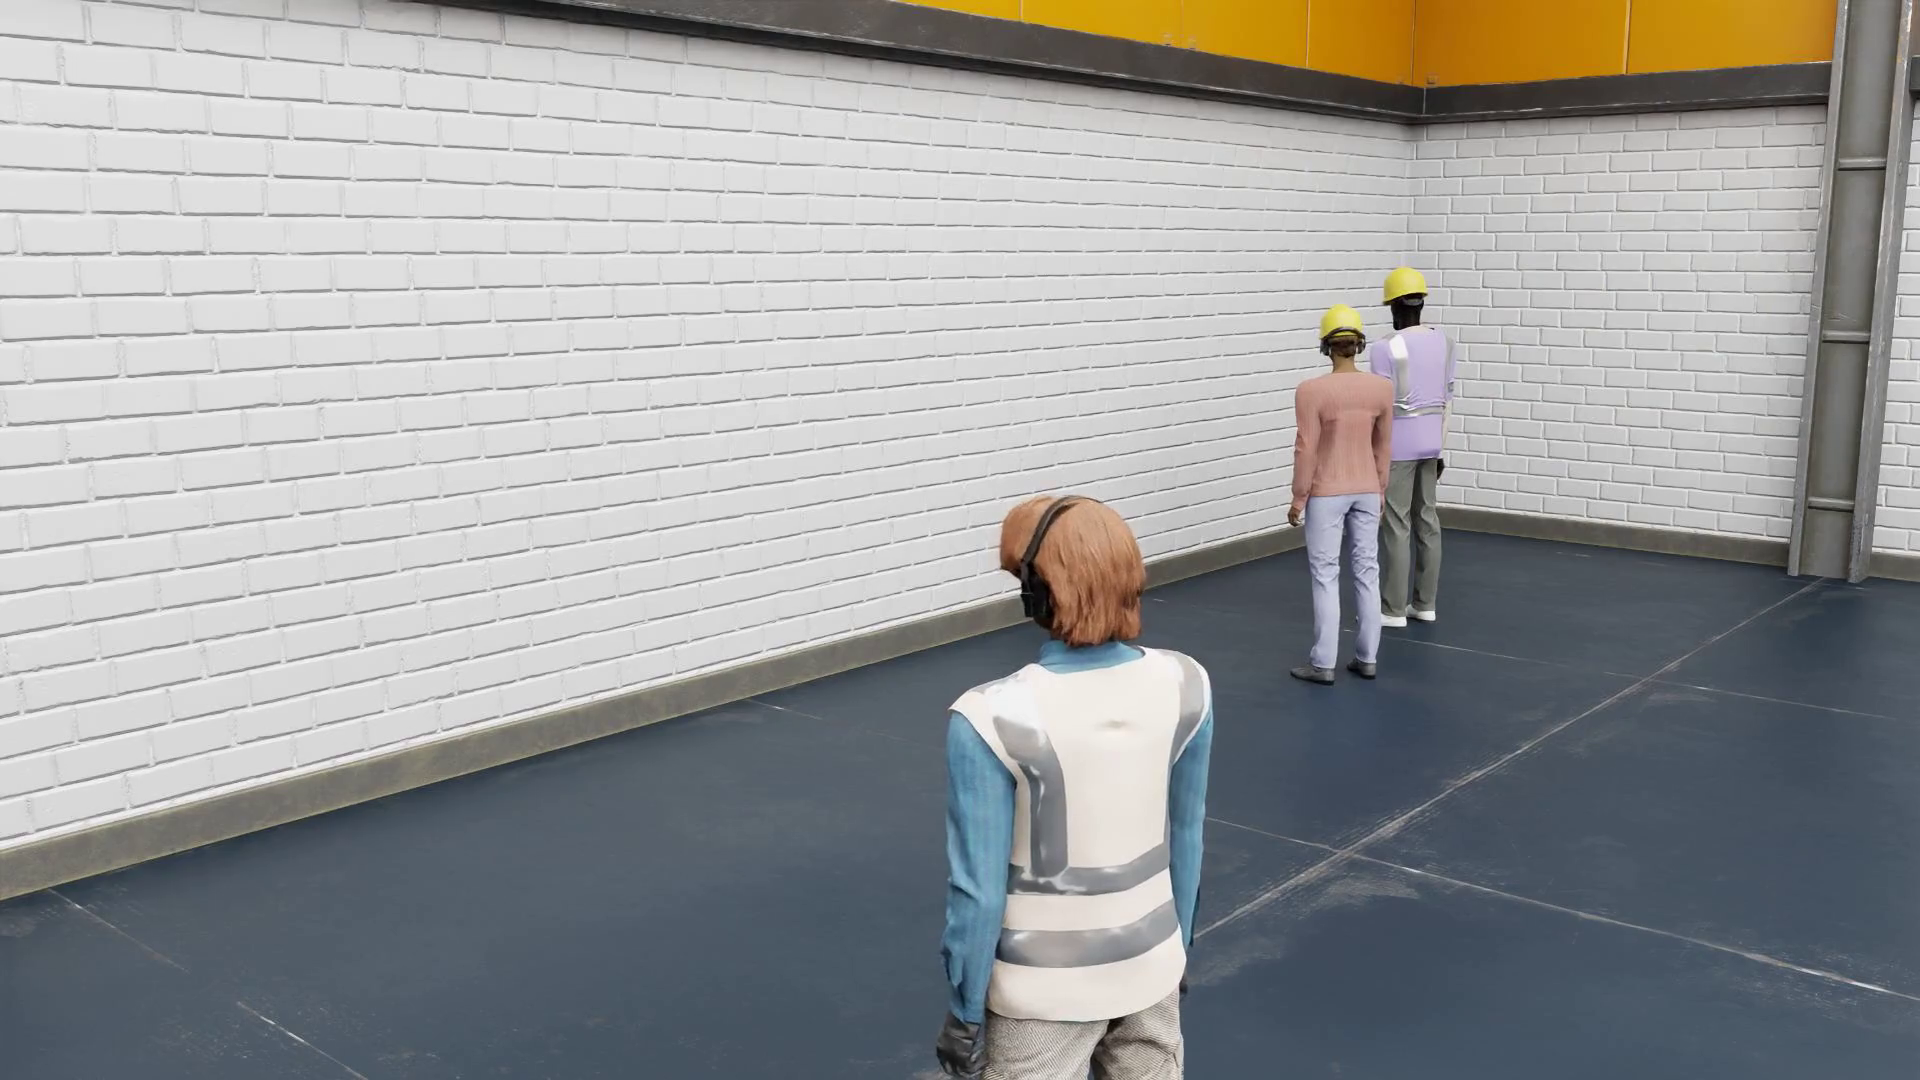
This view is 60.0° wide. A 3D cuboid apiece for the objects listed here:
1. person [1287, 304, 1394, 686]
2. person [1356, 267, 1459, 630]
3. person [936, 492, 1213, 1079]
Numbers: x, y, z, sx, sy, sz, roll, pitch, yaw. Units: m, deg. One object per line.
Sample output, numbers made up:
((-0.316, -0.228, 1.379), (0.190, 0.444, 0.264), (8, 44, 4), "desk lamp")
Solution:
((1.759, -0.206, 7.745), (0.527, 1.765, 0.329), (-4, 11, -20), "person")
((2.364, -0.480, 8.860), (0.584, 1.919, 0.381), (-6, 12, -31), "person")
((0.192, 0.736, 2.732), (0.510, 1.641, 0.308), (-7, 12, -33), "person")
